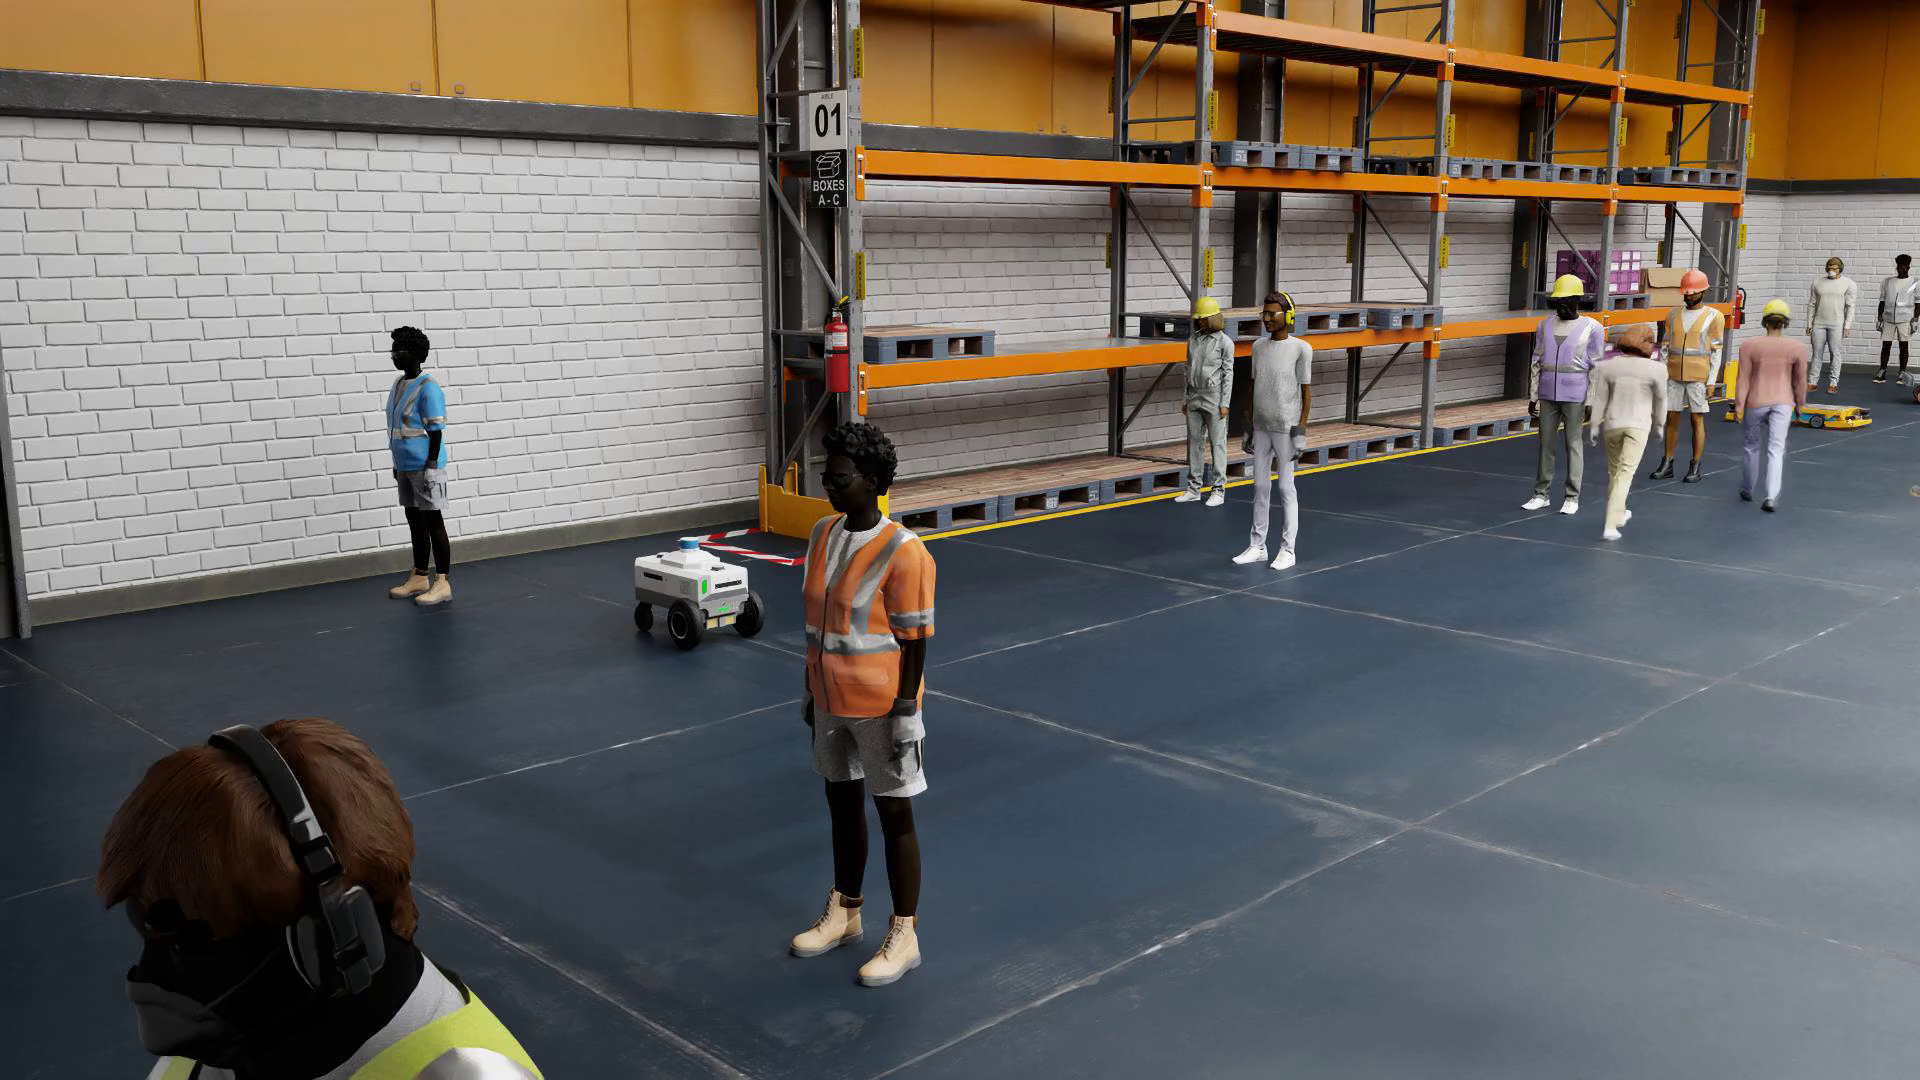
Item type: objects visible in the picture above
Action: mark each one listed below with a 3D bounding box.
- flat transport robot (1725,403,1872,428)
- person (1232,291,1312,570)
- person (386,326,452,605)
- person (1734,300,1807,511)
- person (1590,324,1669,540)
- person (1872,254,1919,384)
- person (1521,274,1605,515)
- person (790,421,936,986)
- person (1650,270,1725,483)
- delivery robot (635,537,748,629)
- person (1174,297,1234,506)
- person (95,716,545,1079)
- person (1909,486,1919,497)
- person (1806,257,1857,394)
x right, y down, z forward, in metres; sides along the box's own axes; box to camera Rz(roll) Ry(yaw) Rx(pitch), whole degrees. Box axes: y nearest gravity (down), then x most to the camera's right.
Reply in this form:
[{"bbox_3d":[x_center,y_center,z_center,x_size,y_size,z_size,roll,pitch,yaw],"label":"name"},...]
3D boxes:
[{"bbox_3d":[9.965,-1.504,19.772,0.652,0.197,1.431,-10,14,-44],"label":"flat transport robot"},{"bbox_3d":[2.118,-0.738,11.237,0.329,1.872,0.508,-10,14,-44],"label":"person"},{"bbox_3d":[-3.318,-0.455,10.165,0.319,1.696,0.532,-10,14,-44],"label":"person"},{"bbox_3d":[6.674,-1.113,13.709,0.544,1.709,0.897,3,11,18],"label":"person"},{"bbox_3d":[5.006,-0.814,12.427,0.502,1.581,0.893,8,13,38],"label":"person"},{"bbox_3d":[14.189,-3.337,25.162,0.368,1.960,0.602,-10,14,-44],"label":"person"},{"bbox_3d":[4.874,-1.173,13.448,0.366,1.927,0.585,-10,14,-44],"label":"person"},{"bbox_3d":[-0.298,0.487,5.031,0.319,1.696,0.532,-10,14,-44],"label":"person"},{"bbox_3d":[6.628,-1.487,15.154,0.366,1.931,0.542,-10,14,-44],"label":"person"},{"bbox_3d":[-1.509,0.226,9.310,0.477,0.478,0.707,-10,14,-44],"label":"delivery robot"},{"bbox_3d":[2.041,-1.153,13.859,0.305,1.738,0.484,-10,14,-44],"label":"person"},{"bbox_3d":[-0.580,1.055,1.550,0.429,1.840,0.624,-10,14,-44],"label":"person"},{"bbox_3d":[8.512,-1.246,13.805,0.635,1.950,1.008,-4,11,-19],"label":"person"},{"bbox_3d":[12.370,-3.051,23.672,0.373,1.936,0.629,-10,14,-44],"label":"person"}]
